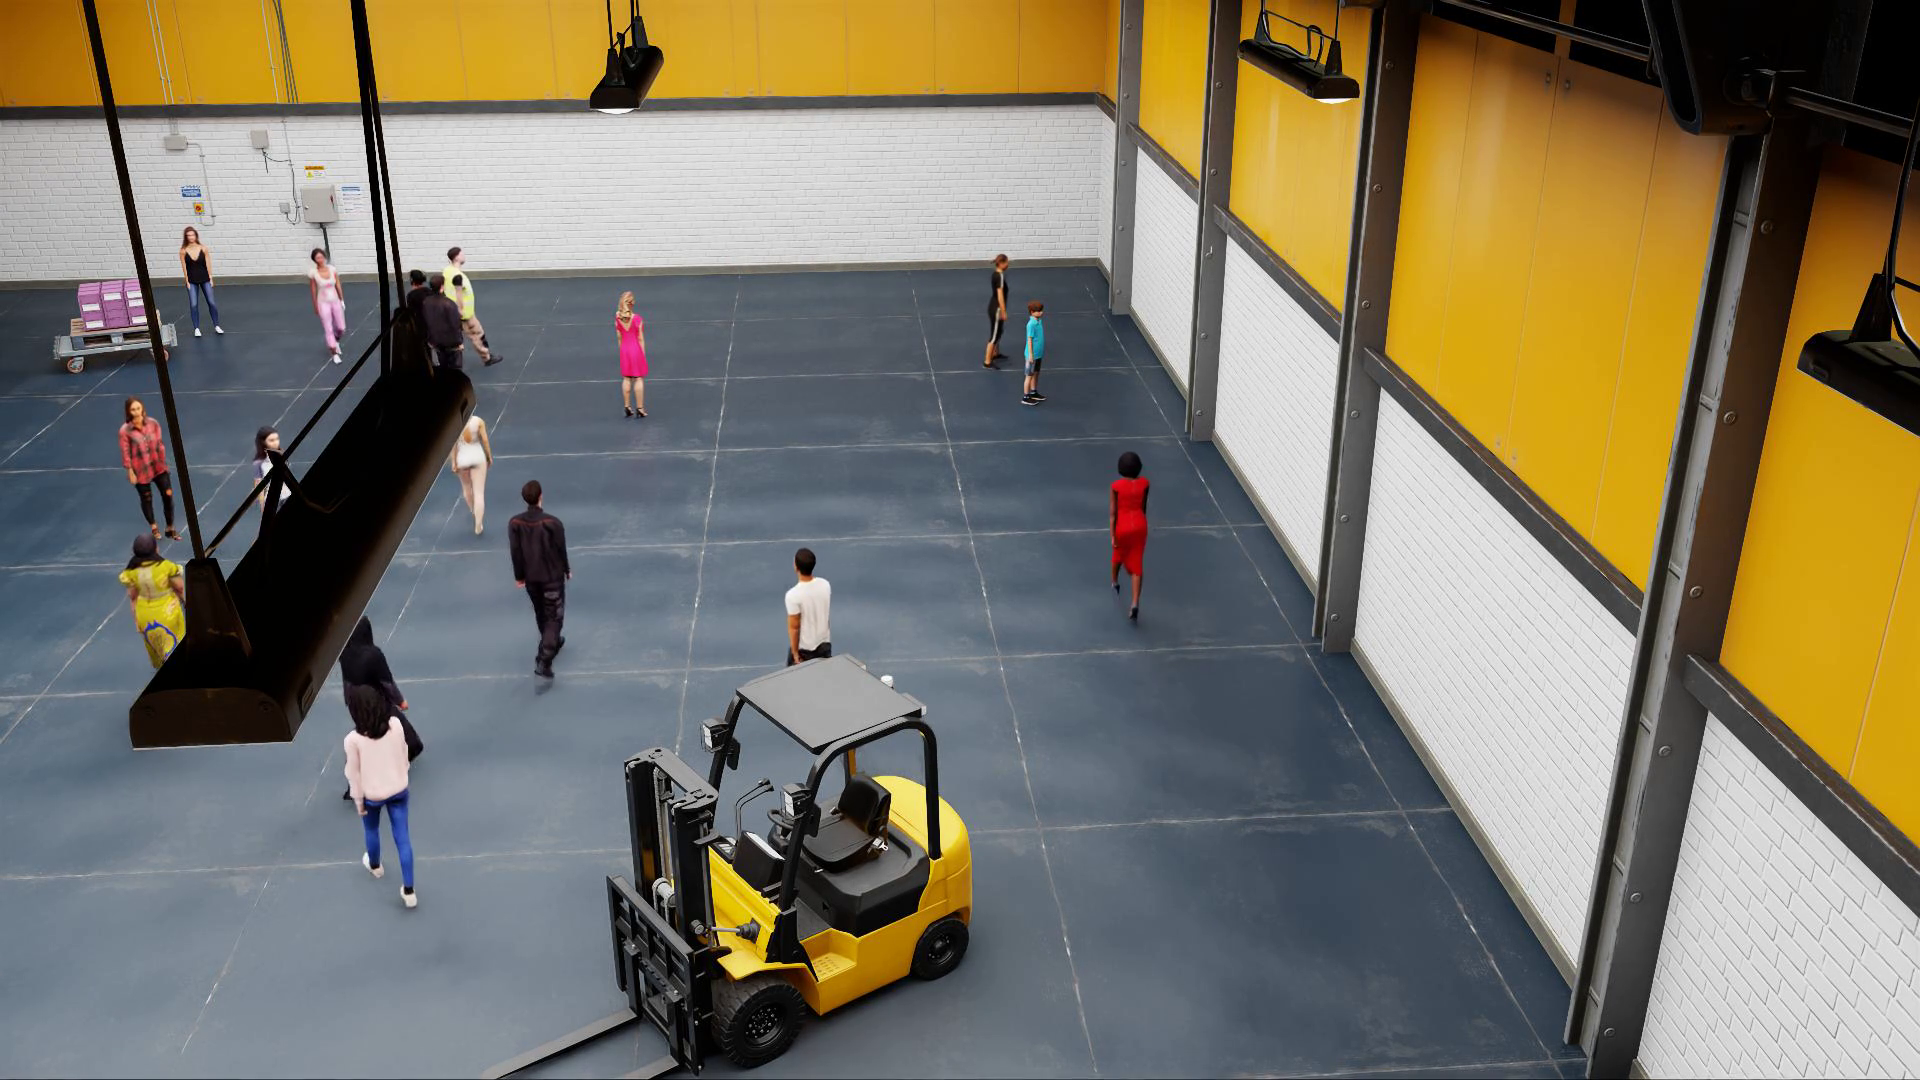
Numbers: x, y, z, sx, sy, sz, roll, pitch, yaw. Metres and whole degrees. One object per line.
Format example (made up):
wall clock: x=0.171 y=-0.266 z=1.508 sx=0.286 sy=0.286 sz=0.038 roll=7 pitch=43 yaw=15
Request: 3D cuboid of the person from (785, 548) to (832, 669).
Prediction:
person: x=-1.236 y=0.950 z=14.354 sx=0.919 sy=1.779 sz=1.033 roll=-17 pitch=29 yaw=-34

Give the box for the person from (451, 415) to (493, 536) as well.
person: x=-5.485 y=-0.830 z=18.642 sx=0.641 sy=1.606 sz=1.029 roll=-4 pitch=24 yaw=-10

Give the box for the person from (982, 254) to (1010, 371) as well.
person: x=0.545 y=-3.371 z=24.403 sx=0.828 sy=1.647 sz=0.586 roll=-2 pitch=24 yaw=-4

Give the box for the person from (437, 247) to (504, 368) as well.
person: x=-7.298 y=-3.308 z=24.061 sx=1.171 sy=1.805 sz=1.224 roll=-17 pitch=29 yaw=-34

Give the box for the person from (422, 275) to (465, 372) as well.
person: x=-7.034 y=-2.672 z=22.582 sx=0.967 sy=1.824 sz=1.064 roll=11 pitch=26 yaw=23

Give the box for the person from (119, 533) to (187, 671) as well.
person: x=-7.206 y=0.768 z=14.988 sx=0.781 sy=1.605 sz=1.250 roll=-4 pitch=24 yaw=-9

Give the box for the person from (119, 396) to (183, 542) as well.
person: x=-9.053 y=-0.802 z=18.475 sx=0.815 sy=1.688 sz=0.878 roll=-21 pitch=31 yaw=-39

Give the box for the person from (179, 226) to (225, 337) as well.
person: x=-11.815 y=-4.024 z=25.807 sx=0.643 sy=1.719 sz=0.639 roll=-13 pitch=27 yaw=-27

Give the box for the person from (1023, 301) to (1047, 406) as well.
person: x=1.015 y=-2.601 z=22.891 sx=0.652 sy=1.448 sz=0.563 roll=11 pitch=26 yaw=24

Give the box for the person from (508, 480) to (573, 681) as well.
person: x=-3.892 y=0.396 z=15.496 sx=0.929 sy=1.879 sz=1.274 roll=5 pitch=24 yaw=12

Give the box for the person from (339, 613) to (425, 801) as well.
person: x=-4.881 y=1.366 z=13.616 sx=1.055 sy=1.608 sz=1.173 roll=16 pitch=28 yaw=31

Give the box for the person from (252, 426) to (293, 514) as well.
person: x=-7.223 y=-0.386 z=17.485 sx=0.886 sy=1.719 sz=0.840 roll=15 pitch=28 yaw=31

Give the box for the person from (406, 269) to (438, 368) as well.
person: x=-7.427 y=-2.881 z=23.167 sx=1.022 sy=1.740 sz=1.027 roll=14 pitch=27 yaw=29

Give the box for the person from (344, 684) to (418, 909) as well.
person: x=-4.191 y=1.915 z=12.207 sx=0.926 sy=1.730 sz=1.095 roll=-14 pitch=27 yaw=-29

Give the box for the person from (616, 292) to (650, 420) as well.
person: x=-4.396 y=-2.477 z=22.267 sx=0.657 sy=1.720 sz=0.679 roll=10 pitch=26 yaw=22

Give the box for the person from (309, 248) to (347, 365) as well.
person: x=-9.320 y=-3.475 z=24.537 sx=0.769 sy=1.730 sz=0.835 roll=-18 pitch=30 yaw=-36

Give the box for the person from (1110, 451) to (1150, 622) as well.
person: x=1.727 y=-0.012 z=16.661 sx=0.579 sy=1.694 sz=1.096 roll=-3 pitch=24 yaw=-7
